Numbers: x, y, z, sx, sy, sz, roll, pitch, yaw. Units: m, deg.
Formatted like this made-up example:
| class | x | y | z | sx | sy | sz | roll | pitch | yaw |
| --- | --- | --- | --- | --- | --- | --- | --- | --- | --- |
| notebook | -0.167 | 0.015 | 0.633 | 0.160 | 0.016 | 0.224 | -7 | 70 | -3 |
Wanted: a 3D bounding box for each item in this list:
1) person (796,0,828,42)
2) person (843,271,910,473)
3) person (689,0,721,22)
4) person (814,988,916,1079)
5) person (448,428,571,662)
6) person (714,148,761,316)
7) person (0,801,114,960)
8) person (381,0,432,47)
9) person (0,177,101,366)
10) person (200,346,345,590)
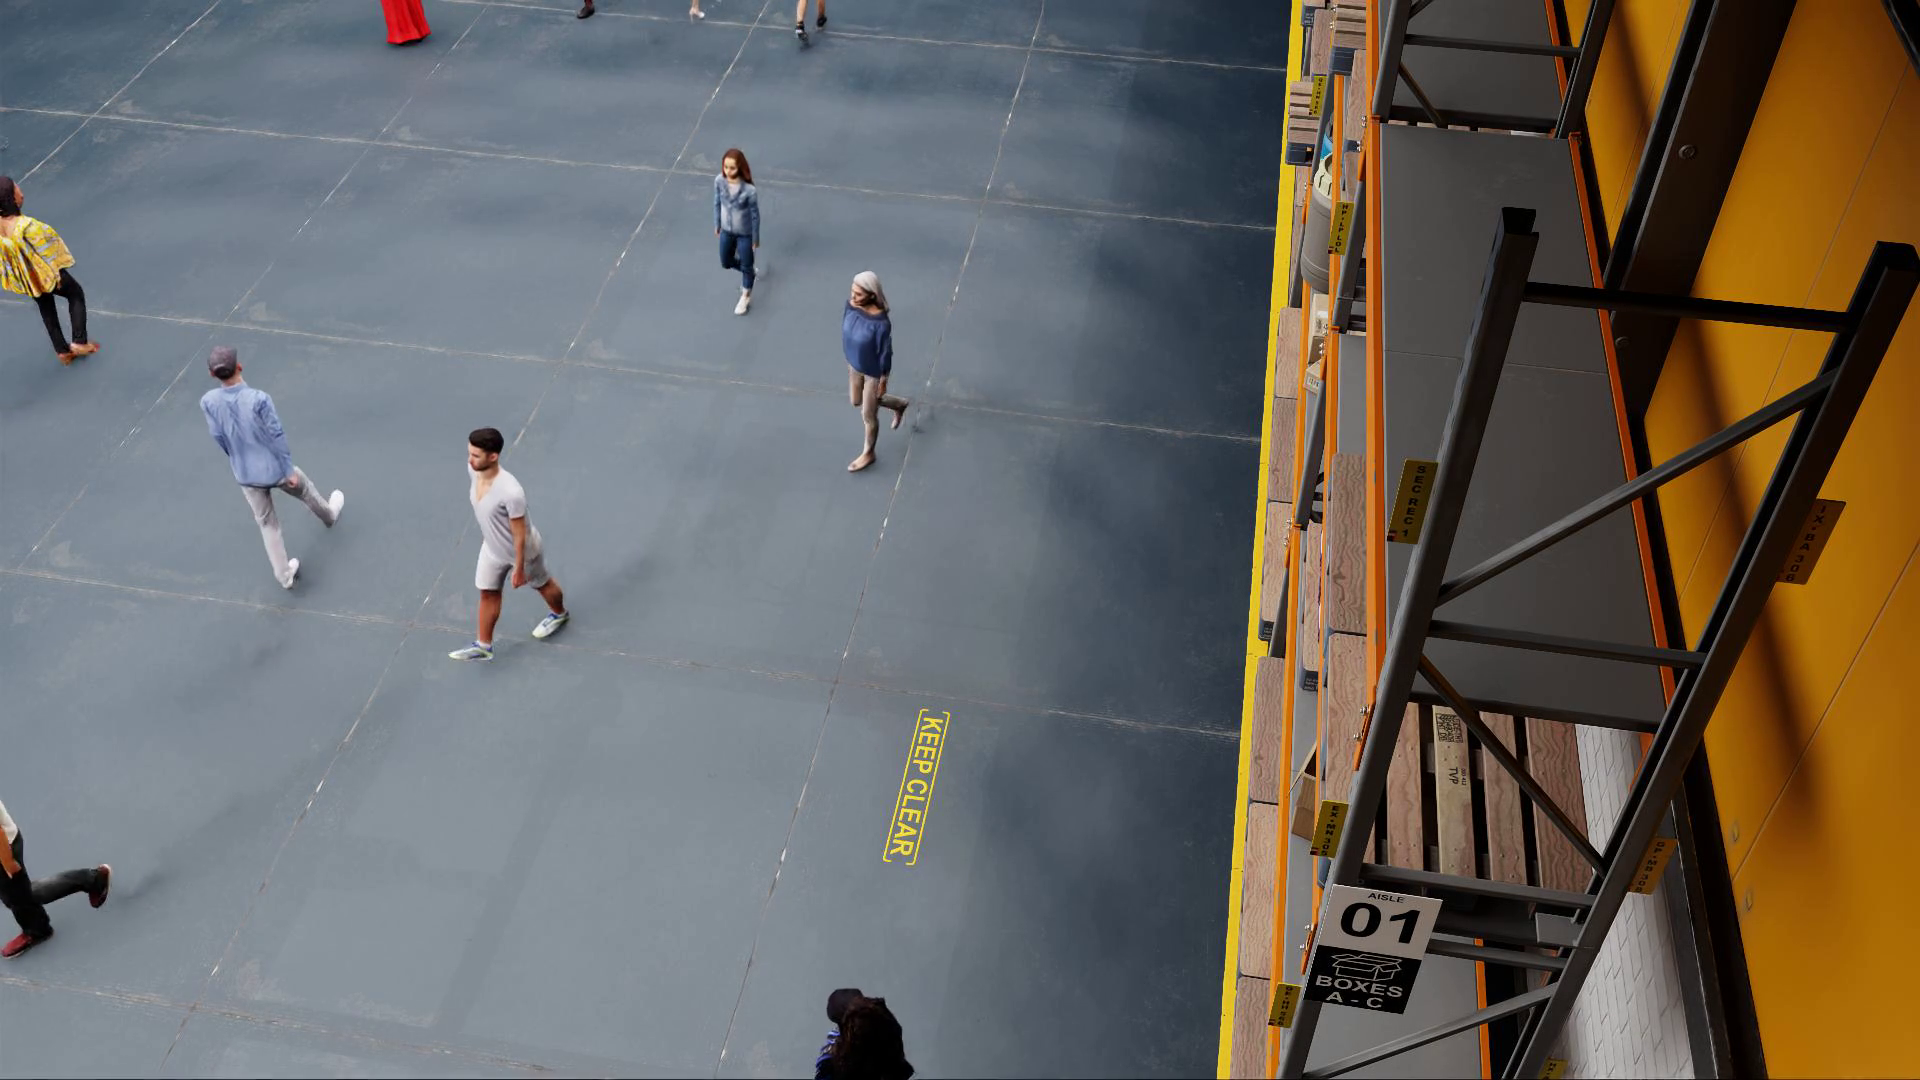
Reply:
| class | x | y | z | sx | sy | sz | roll | pitch | yaw |
| --- | --- | --- | --- | --- | --- | --- | --- | --- | --- |
| person | -1.570 | -5.868 | 17.191 | 0.554 | 1.426 | 0.908 | 9 | 44 | 9 |
| person | -0.599 | -1.276 | 12.193 | 1.021 | 1.681 | 0.923 | -32 | 52 | -29 |
| person | -2.786 | -6.263 | 17.403 | 0.823 | 1.706 | 1.010 | 23 | 48 | 22 |
| person | -0.433 | 2.717 | 8.043 | 0.741 | 1.614 | 0.798 | -23 | 48 | -23 |
| person | -2.827 | -0.026 | 10.771 | 1.055 | 1.823 | 1.218 | 31 | 52 | 28 |
| person | -1.793 | -2.589 | 13.715 | 0.666 | 1.472 | 0.735 | 18 | 47 | 18 |
| person | -5.211 | 1.604 | 9.092 | 0.925 | 1.788 | 1.047 | 33 | 53 | 30 |
| person | -5.840 | -5.932 | 17.002 | 0.720 | 1.790 | 0.753 | -17 | 46 | -17 |
| person | -7.269 | -2.042 | 13.020 | 0.738 | 1.640 | 0.757 | 13 | 45 | 13 |
| person | -4.711 | -0.427 | 11.177 | 0.783 | 1.843 | 1.123 | 2 | 44 | 2 |
